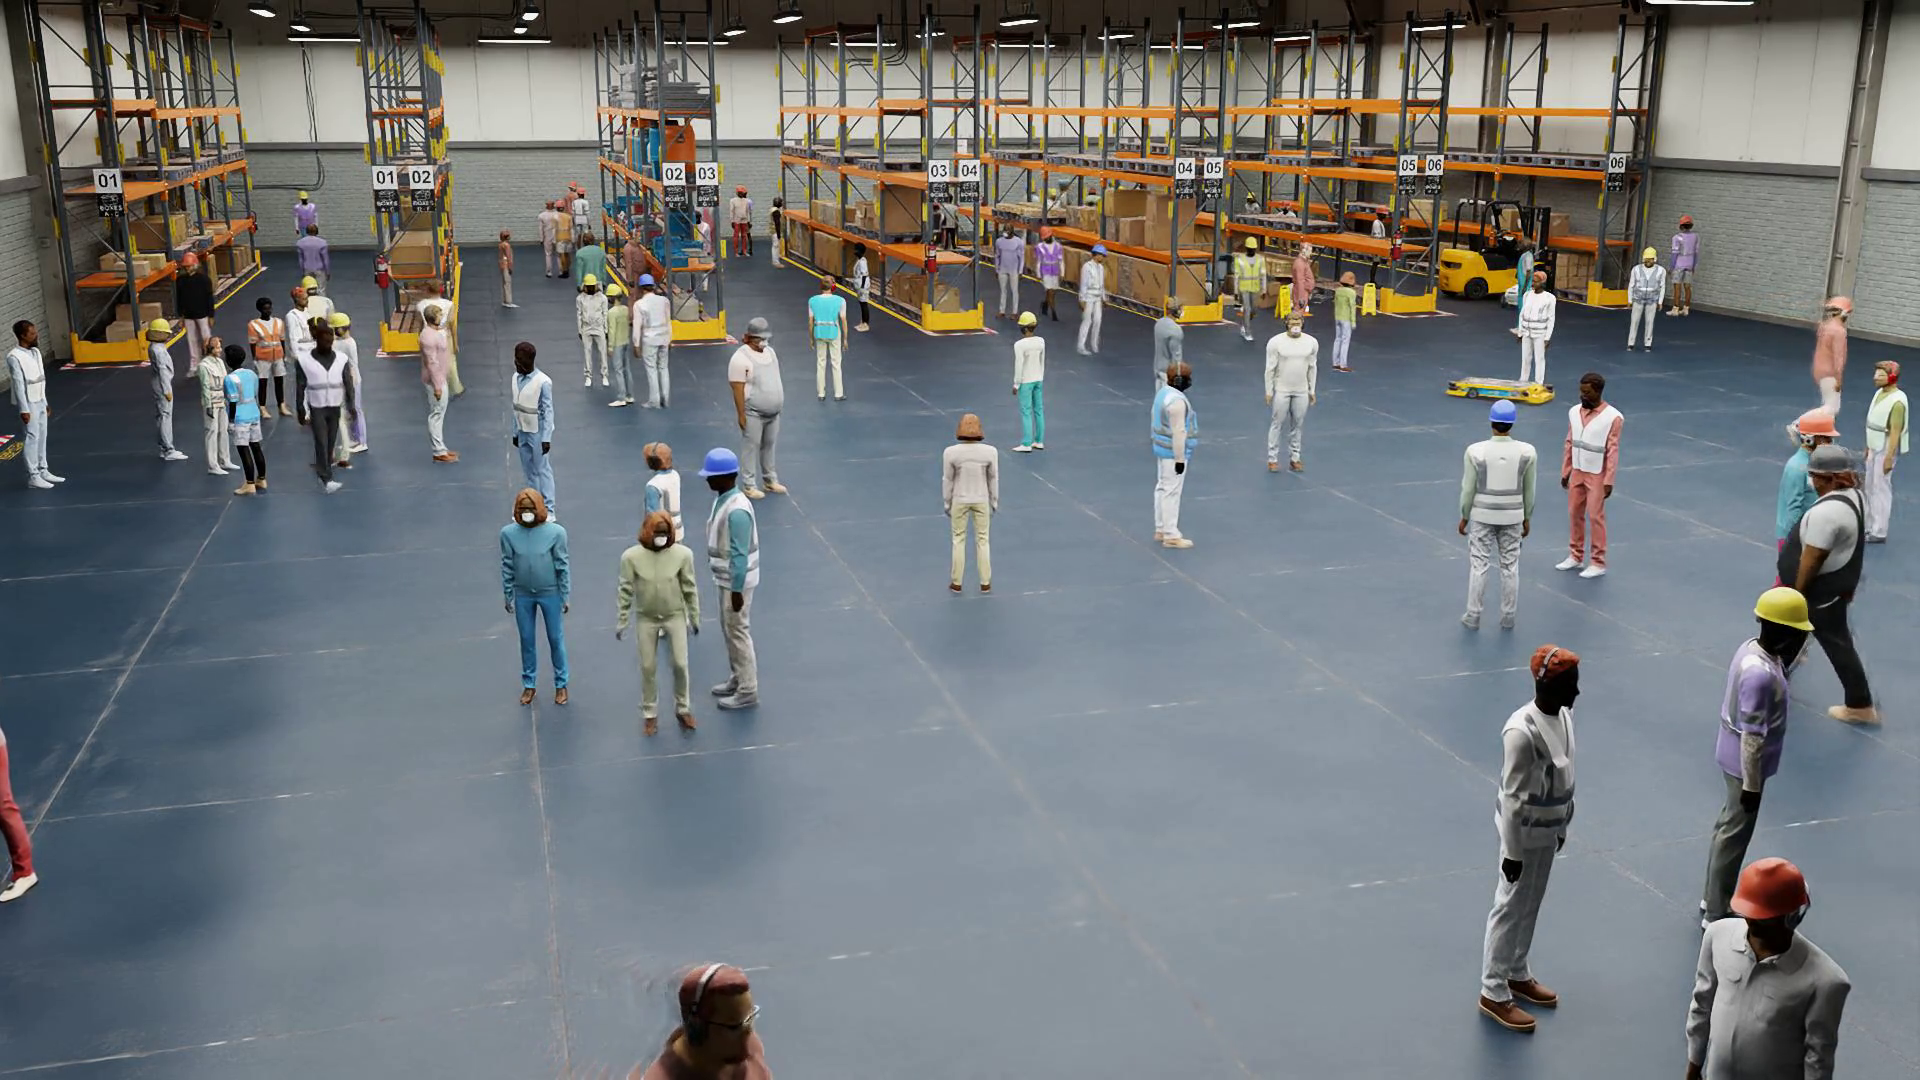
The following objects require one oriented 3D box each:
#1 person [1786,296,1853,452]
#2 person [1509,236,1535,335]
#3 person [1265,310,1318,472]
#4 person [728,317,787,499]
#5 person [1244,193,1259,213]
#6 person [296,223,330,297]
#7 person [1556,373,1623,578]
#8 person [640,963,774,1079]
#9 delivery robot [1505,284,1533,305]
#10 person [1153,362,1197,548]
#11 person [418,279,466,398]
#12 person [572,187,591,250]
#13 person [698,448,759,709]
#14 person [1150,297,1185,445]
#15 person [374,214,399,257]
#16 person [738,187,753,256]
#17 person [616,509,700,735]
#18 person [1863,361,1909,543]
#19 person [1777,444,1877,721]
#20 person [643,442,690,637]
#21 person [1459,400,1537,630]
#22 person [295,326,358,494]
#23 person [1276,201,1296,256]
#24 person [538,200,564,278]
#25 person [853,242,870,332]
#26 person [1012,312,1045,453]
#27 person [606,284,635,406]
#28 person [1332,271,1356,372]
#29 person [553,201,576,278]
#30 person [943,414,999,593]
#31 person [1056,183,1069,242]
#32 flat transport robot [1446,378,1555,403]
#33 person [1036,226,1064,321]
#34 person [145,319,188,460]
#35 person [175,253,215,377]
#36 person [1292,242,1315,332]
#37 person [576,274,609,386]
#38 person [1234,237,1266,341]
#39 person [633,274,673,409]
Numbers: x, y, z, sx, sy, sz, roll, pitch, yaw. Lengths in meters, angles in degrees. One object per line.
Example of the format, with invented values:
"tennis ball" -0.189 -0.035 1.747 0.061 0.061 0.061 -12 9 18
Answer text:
"person" 10.850 -2.073 20.911 0.682 1.955 0.666 3 15 10
"person" 10.630 -4.799 31.370 0.325 1.843 0.517 2 15 9
"person" 3.932 -1.767 19.783 0.634 1.938 0.355 -2 15 -6
"person" -2.220 -1.486 18.528 0.535 2.000 0.687 10 18 34
"person" 8.316 -9.074 47.654 0.493 1.743 0.295 13 20 41
"person" -12.996 -5.406 33.505 0.623 1.932 0.366 0 15 -2
"person" 5.881 -0.607 15.535 0.401 1.882 0.598 -8 17 -26
"person" -0.851 2.160 5.179 0.895 1.876 0.658 9 17 29
"delivery robot" 11.897 -5.253 35.372 0.477 0.478 0.707 14 20 42
"person" 2.133 -0.855 16.537 0.430 1.844 0.624 -2 15 -7
"person" -7.602 -2.919 24.383 0.588 1.790 0.955 2 15 6
"person" -10.594 -8.912 46.670 0.543 1.939 0.360 6 16 21
"person" -1.669 0.273 12.117 0.419 1.937 0.616 -5 16 -18
"person" 2.652 -2.129 21.166 0.371 1.932 0.635 -4 15 -16
"person" -15.826 -8.692 46.096 0.869 1.803 0.647 -9 17 -31
"person" -6.104 -9.024 47.090 0.550 1.935 0.376 11 18 36
"person" -2.110 0.566 11.604 0.584 1.625 0.324 -3 15 -10
"person" 9.238 -0.877 16.627 0.387 1.838 0.573 3 15 10
"person" 6.223 0.256 11.974 1.036 2.000 0.683 12 19 38
"person" -2.436 -0.005 13.742 0.309 1.633 0.514 4 15 14
"person" 4.471 -0.201 13.869 0.602 1.949 0.390 2 15 7
"person" -7.141 -1.477 18.825 0.599 1.863 0.972 -14 20 -42
"person" 8.572 -8.074 43.885 0.564 1.742 0.347 13 19 40
"person" -10.144 -7.493 41.389 0.642 1.909 0.409 -5 16 -18
"person" -1.878 -4.830 31.770 0.322 1.697 0.534 -2 15 -9
"person" 0.854 -1.986 20.936 0.330 1.769 0.526 14 20 43
"person" -4.953 -2.813 24.068 0.340 1.766 0.543 5 16 18
"person" 6.281 -3.564 27.148 0.288 1.629 0.501 -6 16 -22
"person" -9.860 -7.462 41.376 0.566 1.878 0.723 -10 18 -32
"person" 0.097 -0.326 14.960 0.502 1.627 0.273 -1 15 -4
"person" 3.248 -10.148 51.537 0.485 1.827 0.551 5 16 18
"flat transport robot" 8.054 -2.249 24.790 1.431 0.197 0.652 9 17 30
"person" 1.795 -5.394 33.544 0.576 1.881 0.812 -3 15 -12
"person" -9.803 -1.859 20.518 0.308 1.736 0.485 -10 18 -33
"person" -12.183 -3.577 26.505 0.614 1.992 0.405 2 15 8
"person" 6.047 -4.297 29.375 0.409 1.904 0.640 2 15 9
"person" -5.674 -3.246 25.737 0.484 1.736 0.322 -2 15 -7
"person" 5.337 -4.660 30.746 0.618 1.898 0.740 -2 15 -7
"person" -4.413 -2.845 23.869 0.446 1.929 0.633 14 20 42
